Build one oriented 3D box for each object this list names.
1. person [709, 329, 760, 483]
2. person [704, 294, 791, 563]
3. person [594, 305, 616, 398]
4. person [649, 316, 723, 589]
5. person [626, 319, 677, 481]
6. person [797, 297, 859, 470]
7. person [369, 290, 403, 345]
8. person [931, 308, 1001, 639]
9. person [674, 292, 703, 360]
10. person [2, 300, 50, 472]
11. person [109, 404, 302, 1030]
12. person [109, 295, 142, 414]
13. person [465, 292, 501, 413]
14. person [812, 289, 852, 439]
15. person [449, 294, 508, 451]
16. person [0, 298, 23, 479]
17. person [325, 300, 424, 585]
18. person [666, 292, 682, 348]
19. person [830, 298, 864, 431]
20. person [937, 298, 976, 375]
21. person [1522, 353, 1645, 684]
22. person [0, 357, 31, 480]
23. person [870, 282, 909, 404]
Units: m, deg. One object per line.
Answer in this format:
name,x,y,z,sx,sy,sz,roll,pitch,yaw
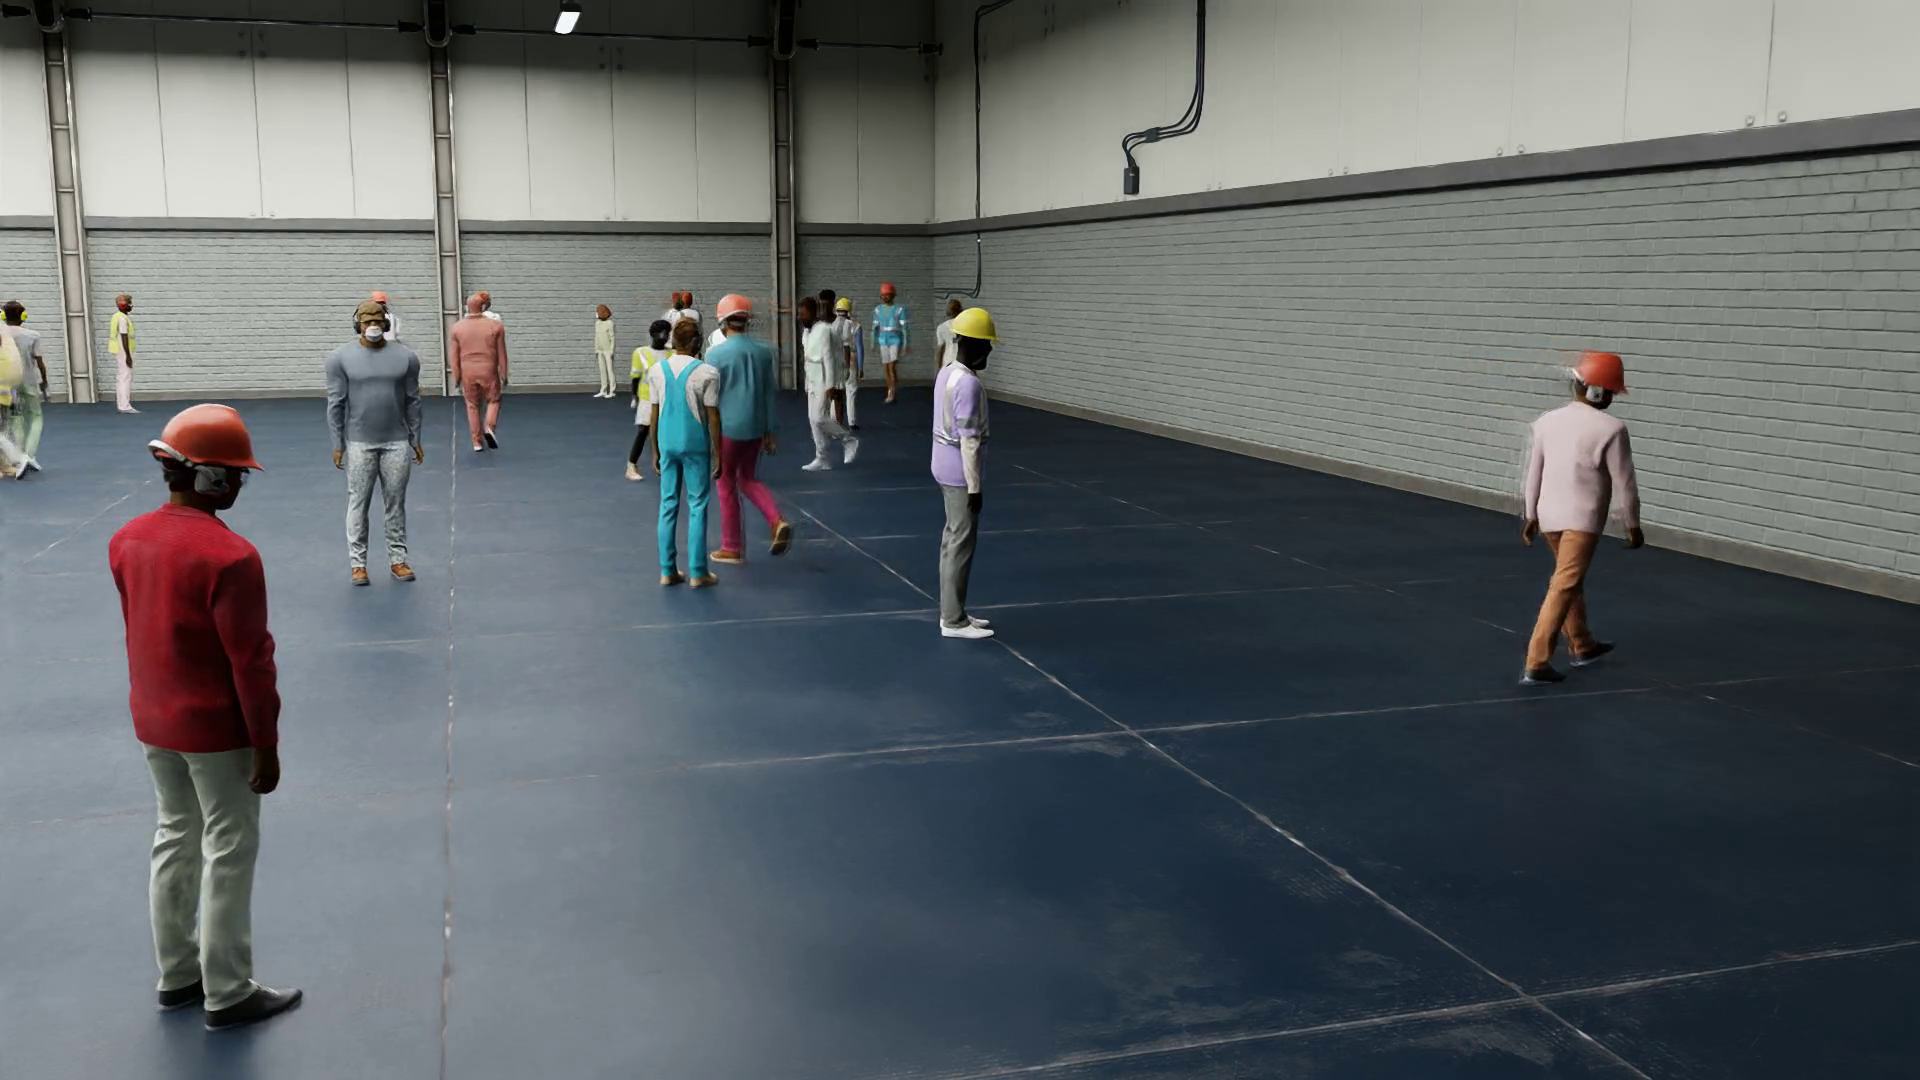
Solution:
person,-2.295,-1.488,16.808,0.356,1.883,0.572,-9,12,-44
person,-1.574,-0.793,12.085,0.573,1.972,0.620,7,11,38
person,-6.242,-3.313,29.239,0.501,1.631,0.285,8,12,41
person,-1.837,-0.582,11.191,0.517,1.835,0.354,2,9,14
person,-3.152,-1.447,17.214,0.575,1.671,0.352,-3,10,-21
person,-1.478,-1.698,18.118,0.566,1.887,0.644,-4,10,-26
person,-8.328,-2.626,23.953,0.495,1.914,0.559,6,10,32
person,0.038,-0.380,9.647,0.400,1.916,0.589,-2,9,-11
person,-4.344,-3.015,26.544,0.355,1.883,0.573,7,12,39
person,-10.063,-1.634,17.830,0.524,1.858,0.472,-3,9,-19
person,-2.082,0.491,4.640,0.574,1.738,0.352,5,10,30
person,-12.927,-2.852,25.710,0.405,1.843,0.606,-6,11,-33
person,-7.331,-2.861,25.610,0.587,1.872,0.349,0,9,0
person,-1.711,-2.283,21.644,0.603,1.958,0.375,1,9,9
person,-5.793,-2.007,20.054,0.667,1.895,0.427,-2,9,-10
person,-10.061,-1.652,17.346,0.536,2.000,0.688,1,9,4
person,-3.984,-0.666,11.379,0.630,1.938,0.366,-6,11,-32
person,-4.699,-3.196,27.751,0.436,1.865,0.602,-2,9,-14
person,-1.586,-2.402,22.841,0.585,1.824,0.404,4,10,22
person,-0.046,-2.255,21.863,0.528,1.833,0.513,0,9,-1
person,3.249,-0.115,8.641,0.872,1.692,0.567,-4,10,-24
person,-9.950,-1.410,17.203,0.742,1.622,0.527,2,9,15
person,-1.216,-3.267,27.704,0.647,2.019,0.750,4,10,23
